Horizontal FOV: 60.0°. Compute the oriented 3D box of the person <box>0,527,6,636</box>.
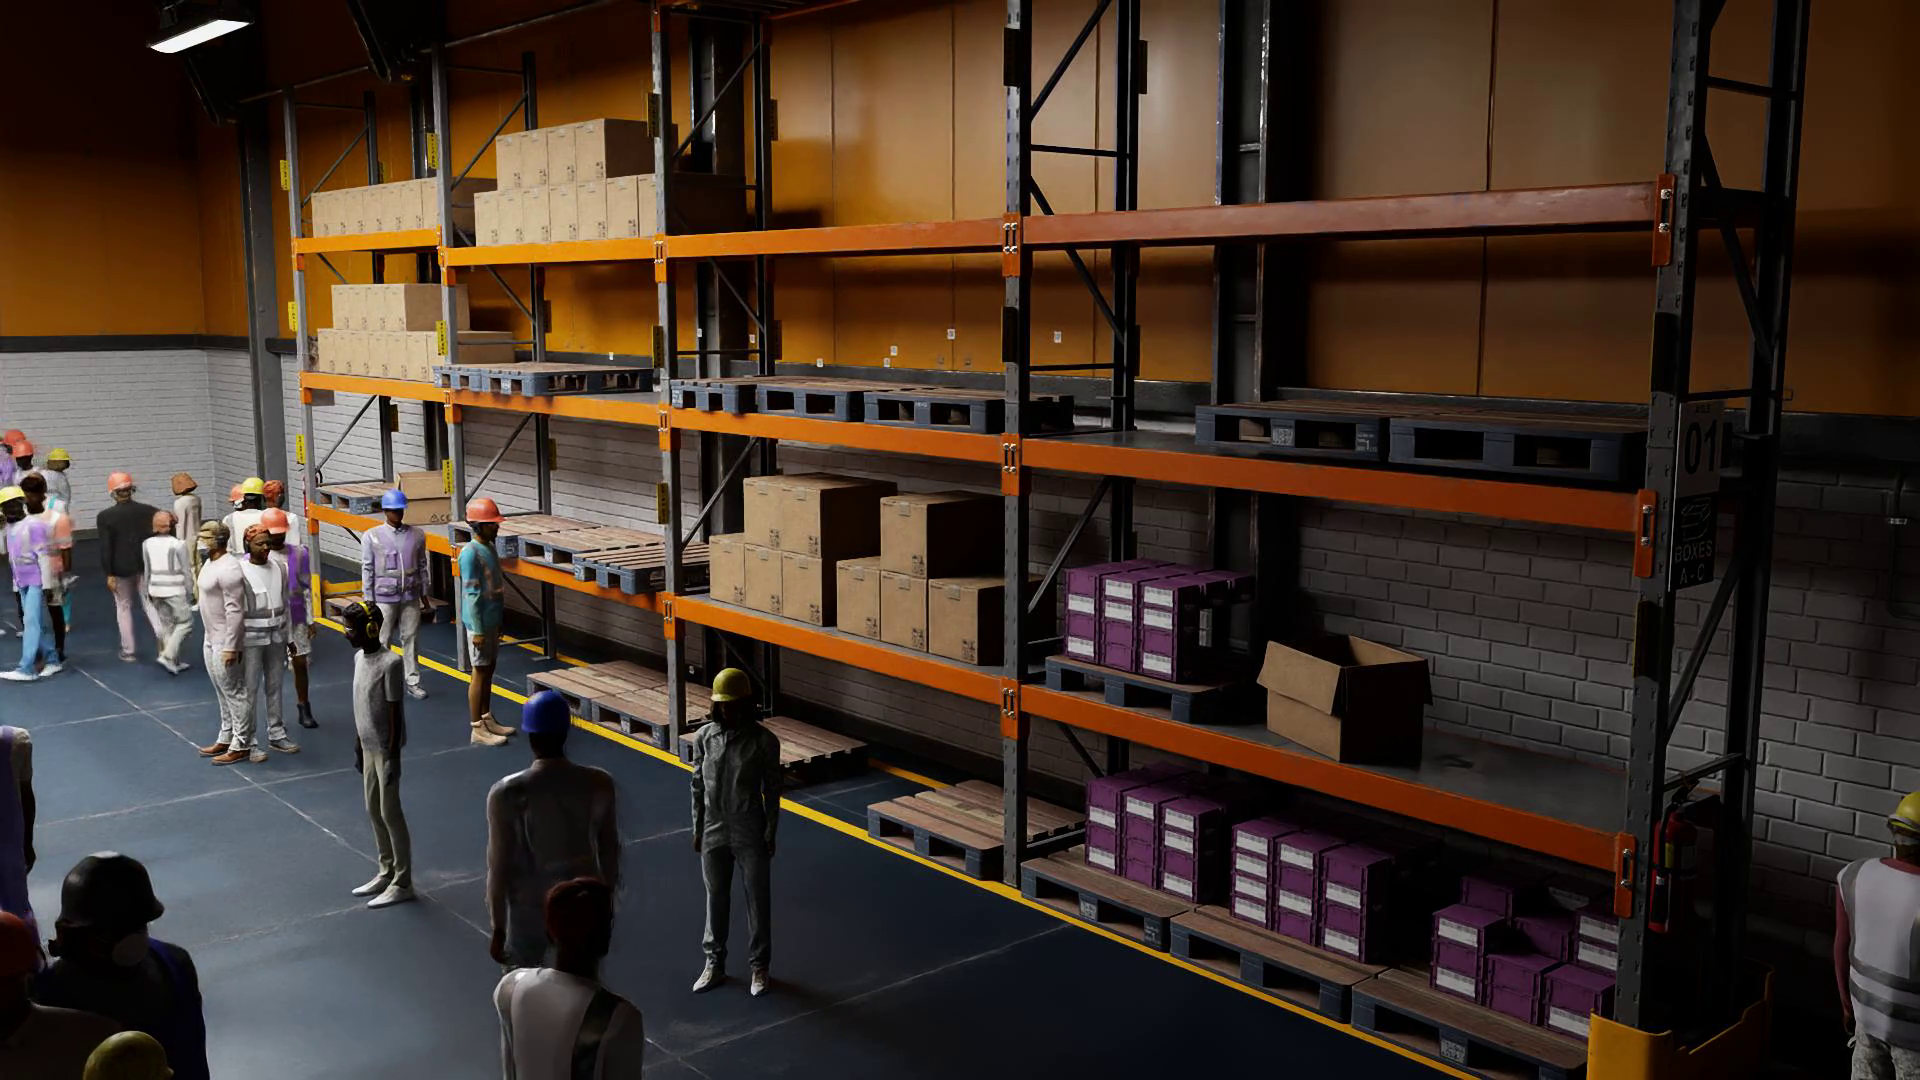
[{"bbox_3d":[-10.628,0.134,17.927,0.407,1.899,0.689,5,10,31],"label":"person"}]

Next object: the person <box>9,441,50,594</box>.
[{"bbox_3d":[-11.563,-0.271,20.652,0.563,1.906,0.753,2,8,11],"label":"person"}]

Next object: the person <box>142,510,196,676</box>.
[{"bbox_3d":[-7.687,0.516,16.156,0.539,1.621,0.505,2,8,15],"label":"person"}]

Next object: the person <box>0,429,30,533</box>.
[{"bbox_3d":[-12.517,-0.451,21.703,0.892,2.000,0.641,-6,10,-35],"label":"person"}]

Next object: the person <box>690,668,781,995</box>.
[{"bbox_3d":[-1.186,1.528,8.755,0.484,1.744,0.295,1,8,9],"label":"person"}]

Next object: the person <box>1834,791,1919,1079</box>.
[{"bbox_3d":[3.618,1.837,6.333,0.403,1.823,0.588,-3,9,-20],"label":"person"}]

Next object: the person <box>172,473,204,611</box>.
[{"bbox_3d":[-9.089,0.024,19.592,0.289,1.632,0.497,0,8,2],"label":"person"}]

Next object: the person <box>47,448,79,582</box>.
[{"bbox_3d":[-11.678,-0.326,21.637,0.321,1.742,0.492,-3,9,-17],"label":"person"}]

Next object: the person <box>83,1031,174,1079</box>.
[{"bbox_3d":[-2.179,2.155,4.441,0.489,1.737,0.322,2,8,15],"label":"person"}]

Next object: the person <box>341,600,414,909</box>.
[{"bbox_3d":[-3.544,1.283,10.089,0.521,1.856,0.351,8,11,43],"label":"person"}]

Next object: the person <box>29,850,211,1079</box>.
[{"bbox_3d":[-2.493,1.918,5.017,0.536,2.000,0.680,3,9,22],"label":"person"}]

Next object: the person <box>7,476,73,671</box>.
[{"bbox_3d":[-9.058,0.336,16.348,0.642,1.935,0.667,-1,8,-5],"label":"person"}]

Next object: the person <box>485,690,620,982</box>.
[{"bbox_3d":[-1.836,1.622,7.458,0.649,1.922,0.697,-5,10,-32],"label":"person"}]

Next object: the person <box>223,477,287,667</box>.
[{"bbox_3d":[-6.934,0.339,16.419,0.589,1.918,0.390,-1,8,-4],"label":"person"}]

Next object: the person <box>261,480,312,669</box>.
[{"bbox_3d":[-6.747,0.347,16.483,0.575,1.883,0.355,1,8,7],"label":"person"}]

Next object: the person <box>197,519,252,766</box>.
[{"bbox_3d":[-5.833,0.799,13.144,0.364,1.939,0.636,-7,10,-38],"label":"person"}]

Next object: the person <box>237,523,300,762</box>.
[{"bbox_3d":[-5.570,0.807,13.284,0.355,1.882,0.576,5,10,31],"label":"person"}]

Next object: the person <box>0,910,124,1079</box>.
[{"bbox_3d":[-2.650,1.991,4.715,0.635,1.985,0.414,-3,9,-20],"label":"person"}]

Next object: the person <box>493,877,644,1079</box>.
[{"bbox_3d":[-1.201,1.976,5.204,0.573,1.876,0.356,5,9,29],"label":"person"}]

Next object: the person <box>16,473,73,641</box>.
[{"bbox_3d":[-9.868,0.183,17.904,0.533,1.791,0.952,-1,8,-6],"label":"person"}]

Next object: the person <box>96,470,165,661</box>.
[{"bbox_3d":[-8.257,0.284,16.665,0.632,1.961,0.844,-7,11,-41],"label":"person"}]

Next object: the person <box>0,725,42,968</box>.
[{"bbox_3d":[-4.821,1.554,8.225,0.345,1.845,0.508,4,9,26],"label":"person"}]

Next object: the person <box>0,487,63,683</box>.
[{"bbox_3d":[-9.020,0.431,15.989,0.670,1.855,0.707,5,10,32],"label":"person"}]

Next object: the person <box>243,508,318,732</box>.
[{"bbox_3d":[-5.735,0.677,14.060,0.552,1.923,0.390,-6,10,-37],"label":"person"}]

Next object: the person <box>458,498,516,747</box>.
[{"bbox_3d":[-3.891,0.668,13.697,0.376,2.043,0.609,0,8,-1],"label":"person"}]

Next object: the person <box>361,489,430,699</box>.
[{"bbox_3d":[-5.130,0.505,15.148,0.605,1.951,0.384,-7,10,-38],"label":"person"}]
